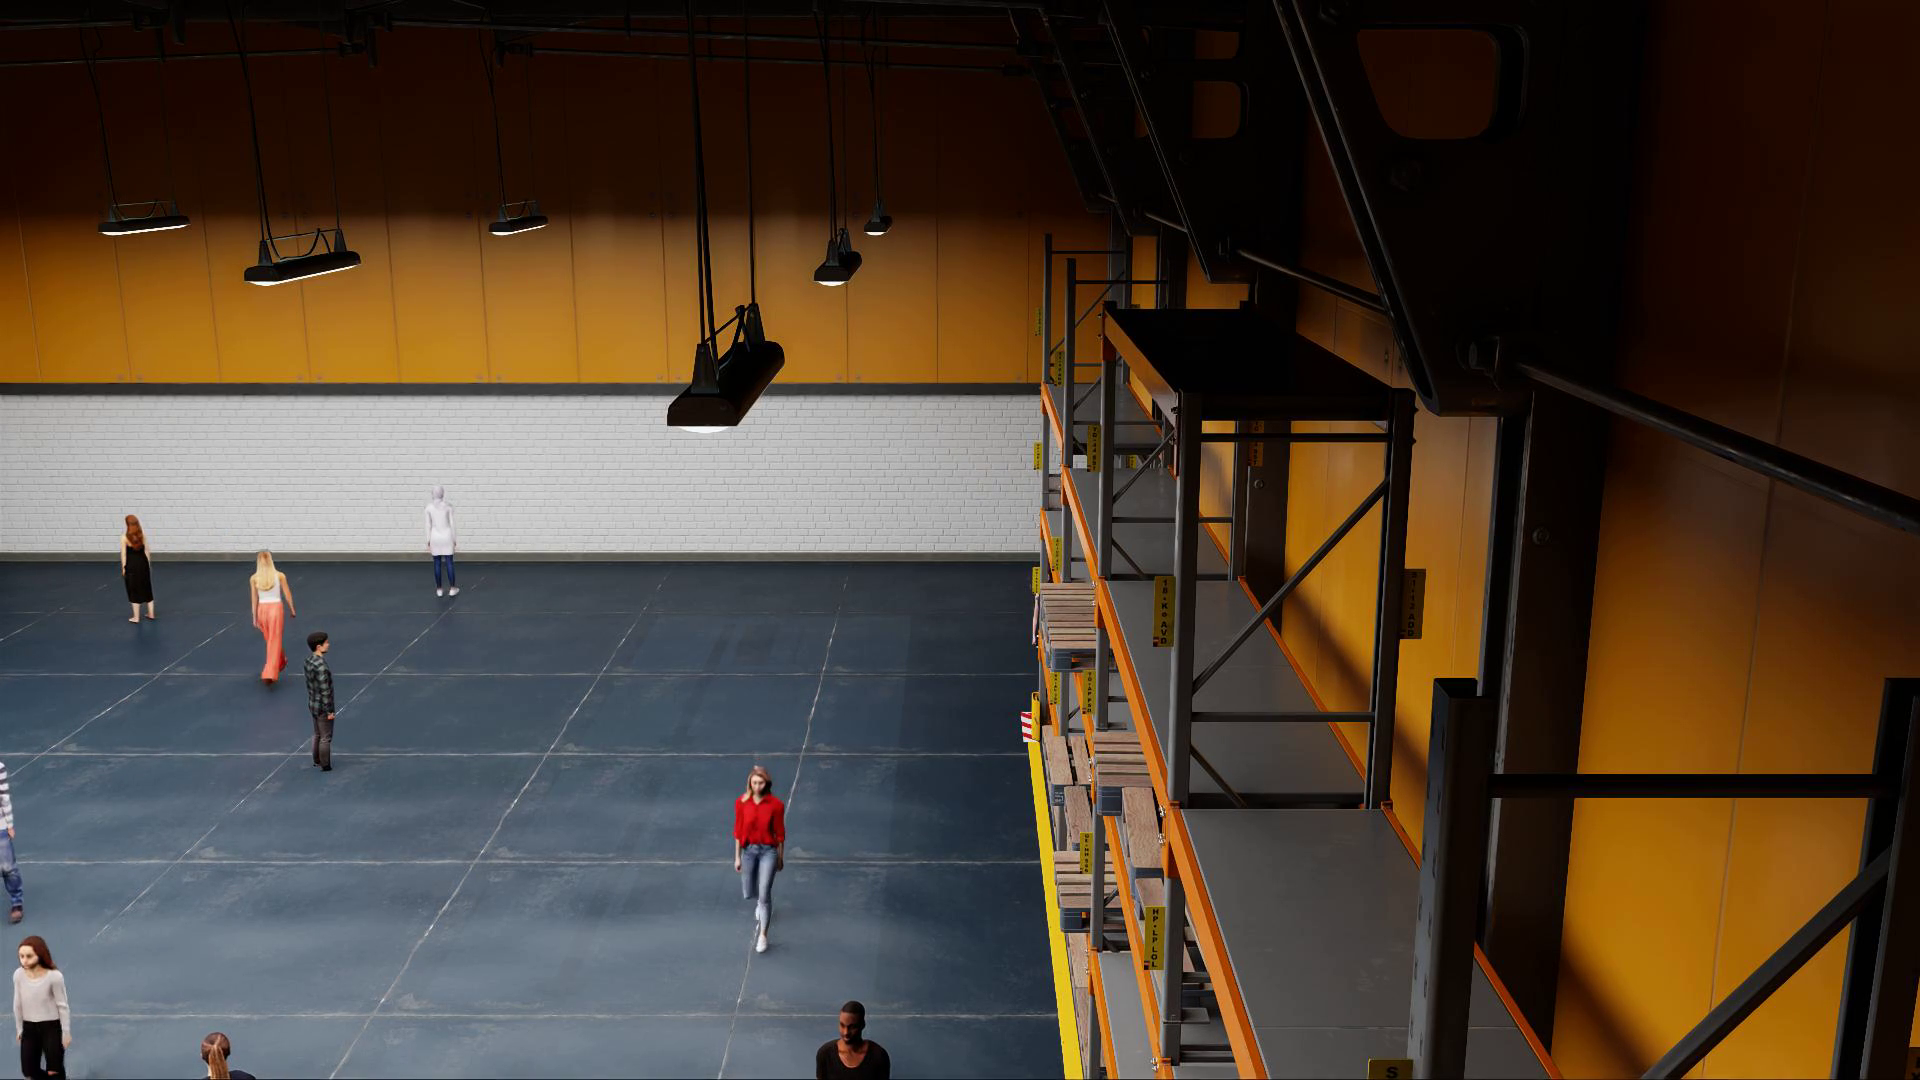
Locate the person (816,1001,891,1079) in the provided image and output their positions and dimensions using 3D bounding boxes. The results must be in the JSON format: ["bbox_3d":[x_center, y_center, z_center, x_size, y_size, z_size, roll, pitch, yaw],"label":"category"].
[{"bbox_3d":[-0.671,3.768,10.587,0.667,1.805,0.548,1,14,6],"label":"person"}]

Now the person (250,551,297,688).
[{"bbox_3d":[-9.069,1.070,21.856,0.655,1.746,1.254,-1,14,-3],"label":"person"}]

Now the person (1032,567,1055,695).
[{"bbox_3d":[1.164,1.182,21.408,0.681,1.740,0.697,8,16,30],"label":"person"}]

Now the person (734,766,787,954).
[{"bbox_3d":[-1.777,2.793,14.849,0.659,1.695,0.848,1,14,4],"label":"person"}]

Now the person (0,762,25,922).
[{"bbox_3d":[-8.925,2.618,15.238,0.705,1.852,0.645,-4,14,-18],"label":"person"}]

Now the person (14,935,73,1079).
[{"bbox_3d":[-6.677,3.549,12.183,0.553,1.481,0.526,0,14,0],"label":"person"}]

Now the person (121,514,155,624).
[{"bbox_3d":[-12.281,0.414,24.826,0.742,1.624,0.665,9,17,34],"label":"person"}]

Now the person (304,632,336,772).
[{"bbox_3d":[-7.328,1.871,19.046,0.780,1.714,0.715,-11,17,-38],"label":"person"}]

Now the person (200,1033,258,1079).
[{"bbox_3d":[-4.595,3.864,10.448,0.711,1.684,0.706,-6,15,-25],"label":"person"}]

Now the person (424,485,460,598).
[{"bbox_3d":[-8.170,0.003,26.199,0.633,1.775,0.569,-2,14,-8],"label":"person"}]
